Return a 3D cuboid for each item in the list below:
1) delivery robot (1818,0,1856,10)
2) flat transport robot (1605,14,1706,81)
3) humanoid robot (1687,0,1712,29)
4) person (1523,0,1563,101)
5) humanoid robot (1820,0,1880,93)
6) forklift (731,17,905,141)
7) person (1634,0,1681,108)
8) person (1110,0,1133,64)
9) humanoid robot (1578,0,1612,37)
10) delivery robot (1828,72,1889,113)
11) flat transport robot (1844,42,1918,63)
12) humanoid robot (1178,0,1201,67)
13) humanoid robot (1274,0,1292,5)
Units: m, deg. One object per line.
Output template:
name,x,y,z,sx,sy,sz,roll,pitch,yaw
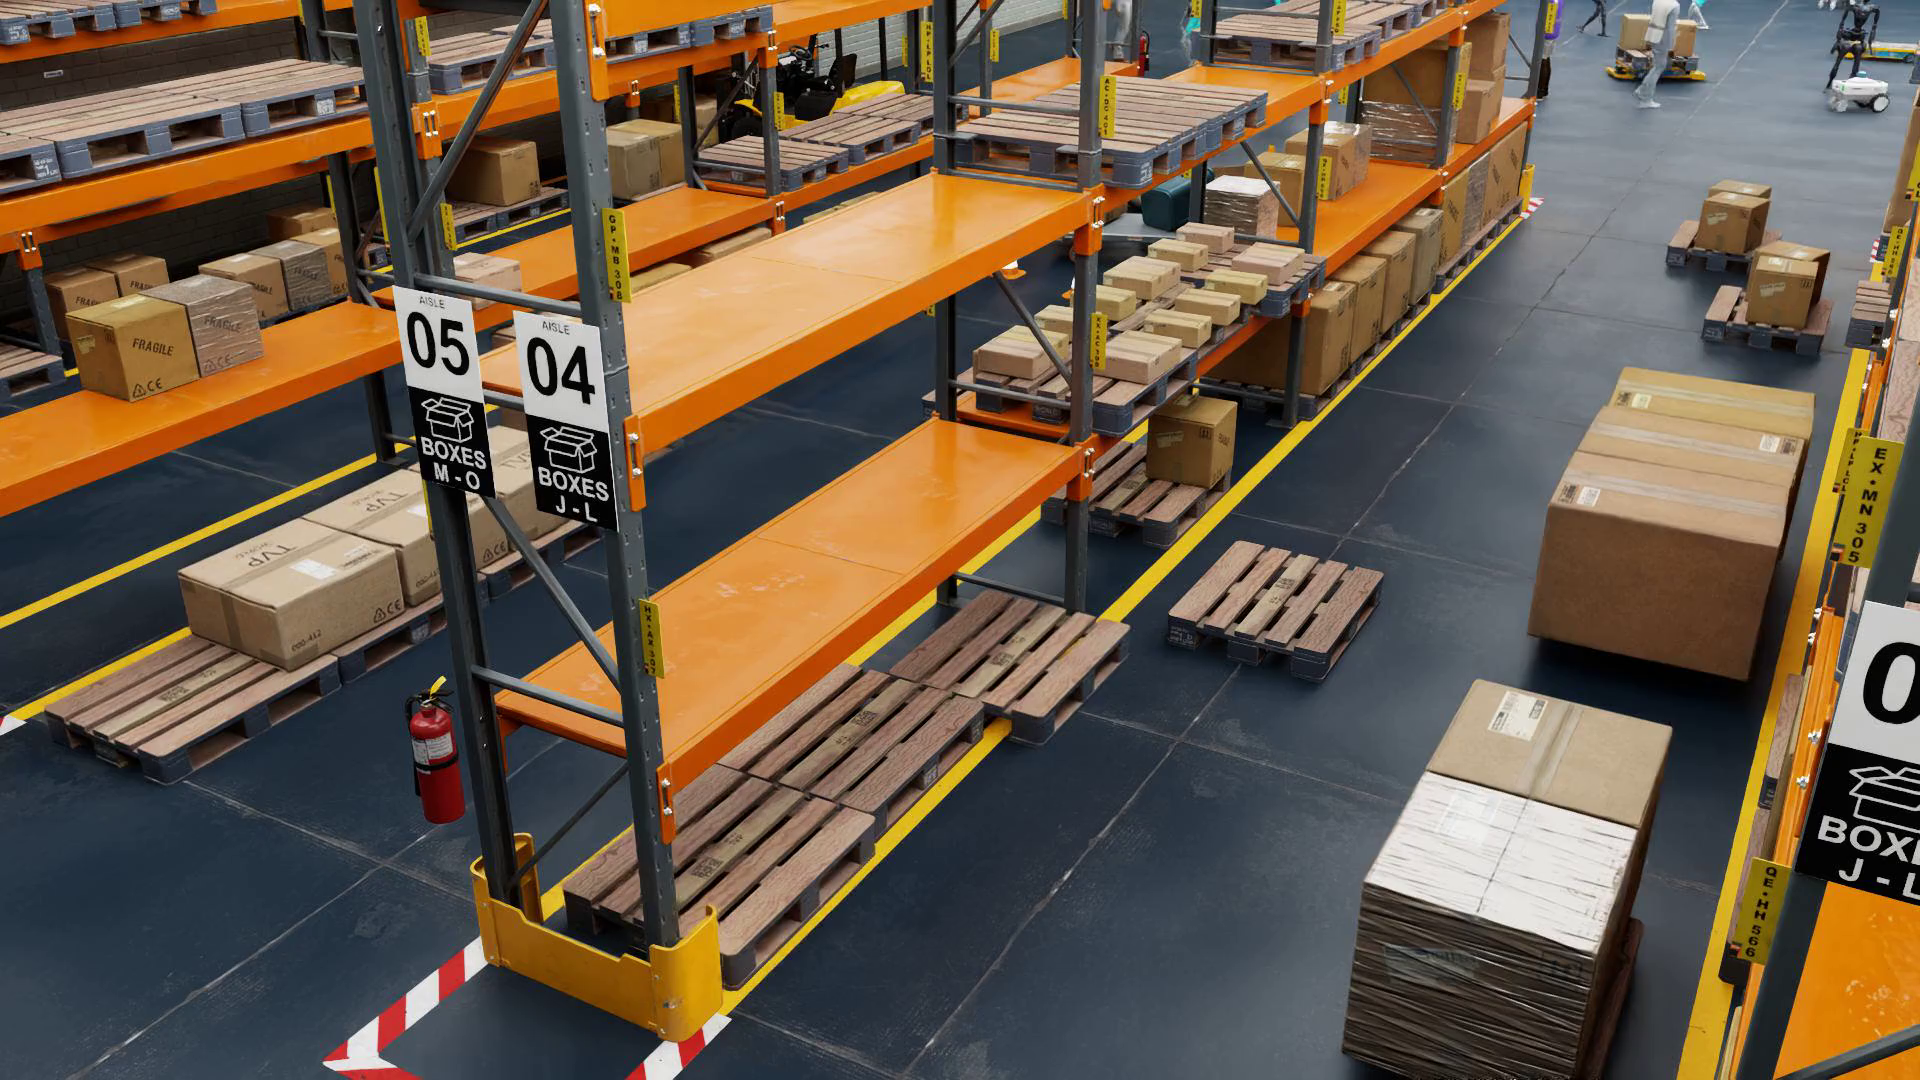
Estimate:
delivery robot,18.209,-11.308,34.513,0.789,0.598,0.499,-16,30,-29
flat transport robot,11.483,-7.760,27.467,1.431,0.231,0.659,2,26,5
humanoid robot,14.139,-10.541,31.652,0.809,1.878,0.548,3,26,5
person,8.979,-7.736,25.478,0.372,1.961,0.604,15,29,28
humanoid robot,13.870,-7.756,25.850,0.589,1.652,0.449,4,26,9
forklift,-1.819,-5.975,21.543,2.313,2.155,1.214,14,29,26
person,10.514,-7.442,24.929,0.473,1.895,0.647,-4,26,-8
person,2.813,-9.123,28.417,0.515,1.911,0.636,13,29,26
humanoid robot,12.017,-10.307,31.204,0.590,1.650,0.743,-20,32,-36
delivery robot,13.523,-6.709,24.974,0.811,0.613,0.499,0,26,0
flat transport robot,16.241,-8.525,29.055,1.431,0.231,0.659,11,28,21
humanoid robot,3.931,-8.835,28.054,0.672,1.841,0.530,-19,31,-33
humanoid robot,6.120,-10.444,31.475,0.727,1.903,0.544,16,30,30
